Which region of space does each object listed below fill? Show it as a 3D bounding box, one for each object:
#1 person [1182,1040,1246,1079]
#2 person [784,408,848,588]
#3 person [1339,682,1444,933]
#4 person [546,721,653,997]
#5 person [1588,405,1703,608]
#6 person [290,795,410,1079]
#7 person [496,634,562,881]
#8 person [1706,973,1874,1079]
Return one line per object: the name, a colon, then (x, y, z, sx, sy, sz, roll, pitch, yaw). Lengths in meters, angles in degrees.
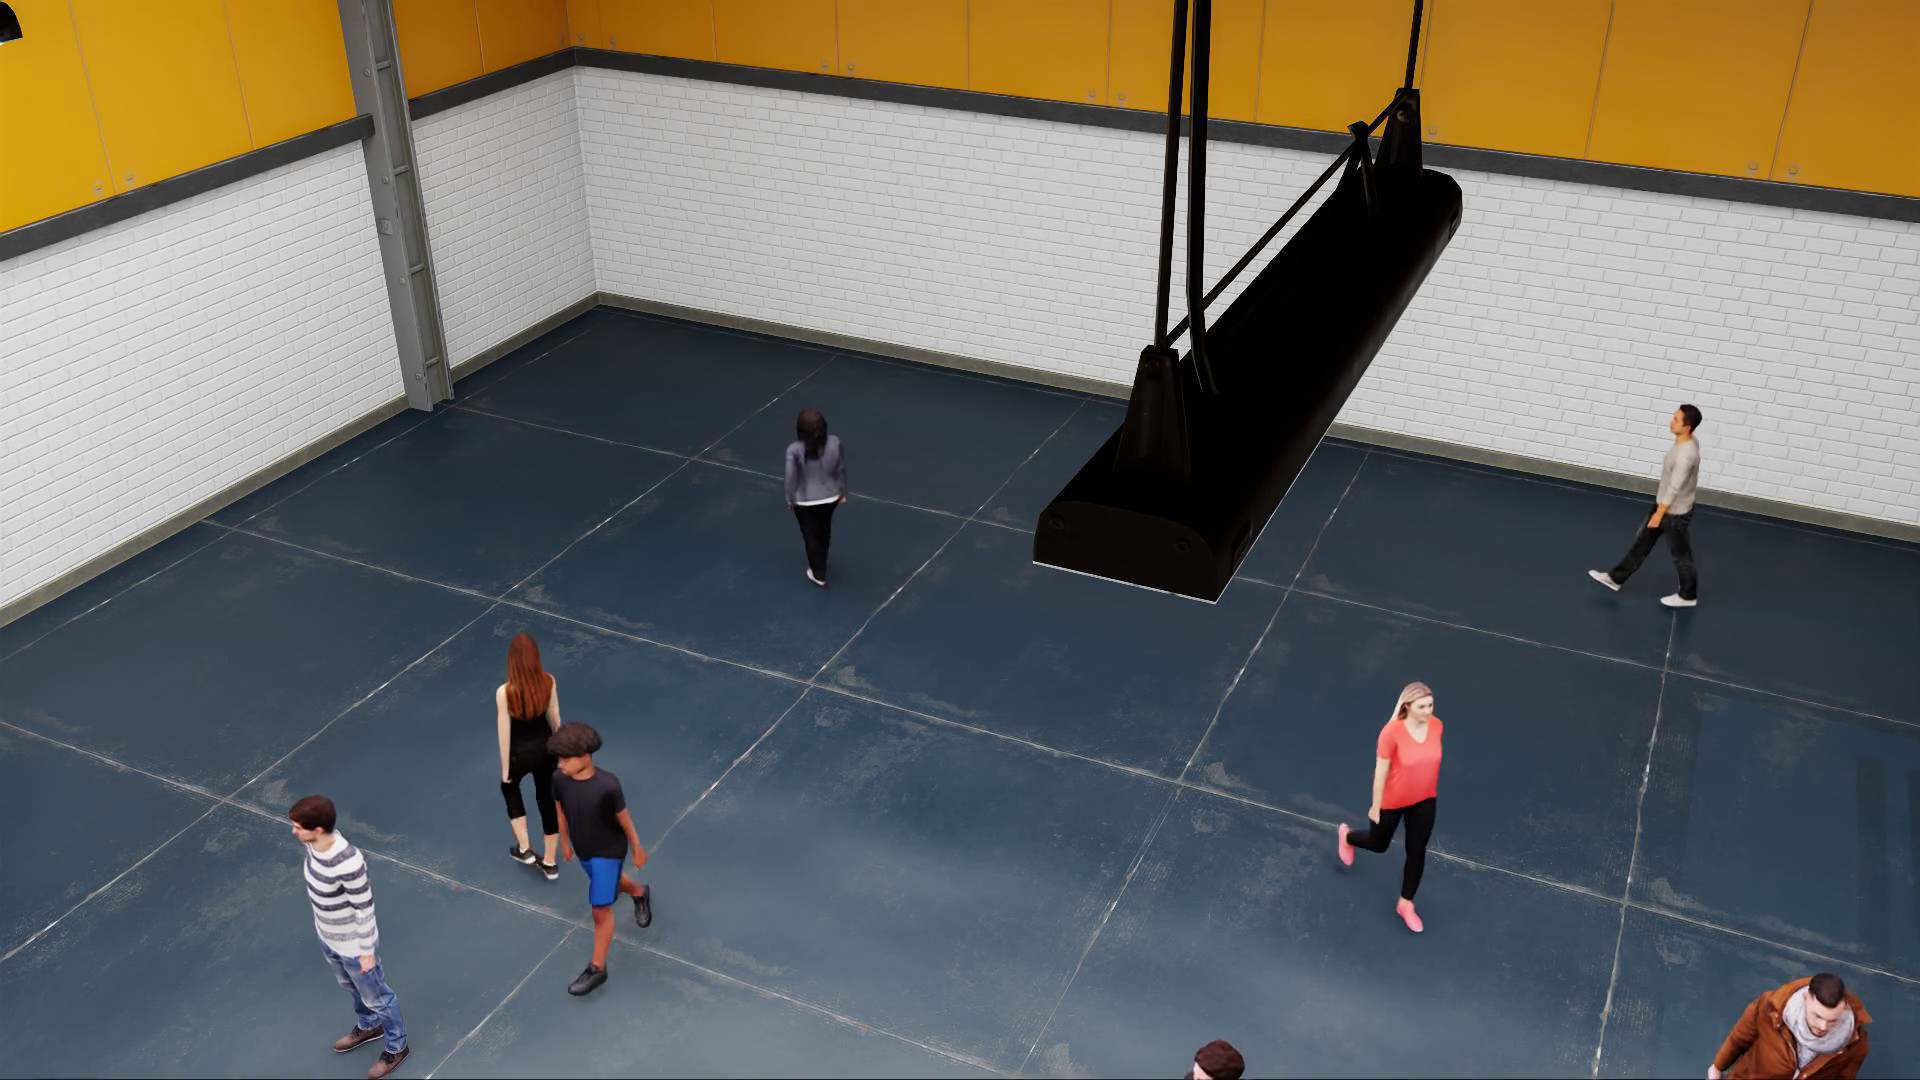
person: (1.196, 2.973, 7.497, 1.310, 1.870, 1.173, -14, 32, -24)
person: (-1.176, -0.343, 13.877, 0.858, 1.581, 0.922, -15, 32, -25)
person: (2.681, 1.564, 10.284, 1.014, 1.673, 1.094, -9, 30, -16)
person: (-2.076, 1.762, 9.842, 0.682, 1.749, 1.158, 10, 30, 17)
person: (5.887, -0.237, 13.482, 0.865, 1.775, 1.091, 7, 29, 13)
person: (-3.325, 2.130, 9.063, 0.708, 1.850, 0.636, 24, 37, 37)
person: (-2.671, 1.416, 10.519, 0.754, 1.709, 0.818, -20, 34, -32)
person: (3.948, 2.680, 8.124, 0.846, 1.784, 1.137, 10, 30, 18)
